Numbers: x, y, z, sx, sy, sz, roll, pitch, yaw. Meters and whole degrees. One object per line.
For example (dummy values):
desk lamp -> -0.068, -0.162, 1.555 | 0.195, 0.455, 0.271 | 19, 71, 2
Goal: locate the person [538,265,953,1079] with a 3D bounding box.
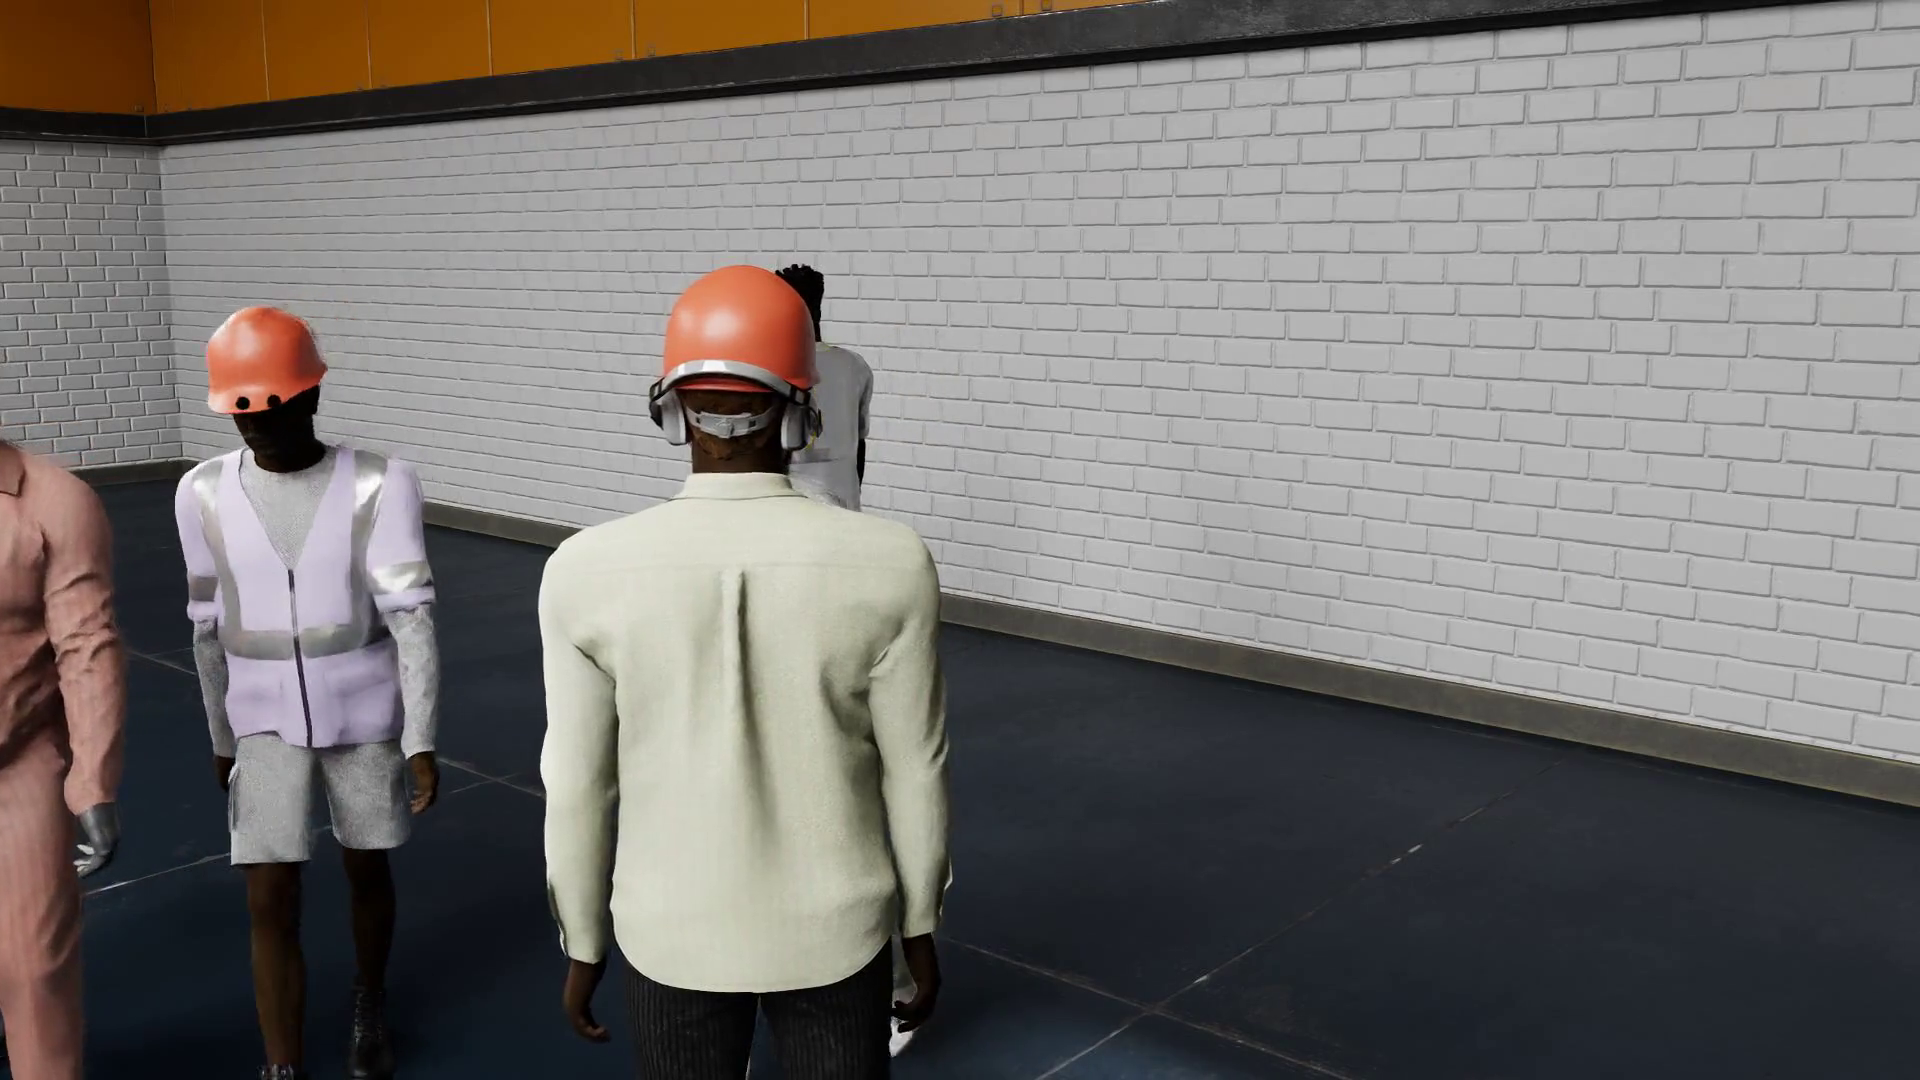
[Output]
person -> -0.315, 0.588, 2.560 | 0.610, 1.996, 0.386 | 0, 10, -3

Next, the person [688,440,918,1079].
person -> -0.372, 0.469, 3.723 | 0.497, 1.839, 0.737 | 7, 12, 34

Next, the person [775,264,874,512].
person -> -0.616, -0.135, 6.779 | 0.378, 1.959, 0.604 | 8, 13, 38

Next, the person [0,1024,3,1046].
person -> -2.495, 0.527, 3.948 | 0.554, 1.625, 0.444 | 3, 11, 18

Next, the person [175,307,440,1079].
person -> -1.452, 0.438, 3.719 | 0.563, 1.883, 0.908 | -2, 10, -12

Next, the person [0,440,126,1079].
person -> -2.014, 0.504, 3.323 | 0.665, 1.902, 0.430 | -3, 10, -16
